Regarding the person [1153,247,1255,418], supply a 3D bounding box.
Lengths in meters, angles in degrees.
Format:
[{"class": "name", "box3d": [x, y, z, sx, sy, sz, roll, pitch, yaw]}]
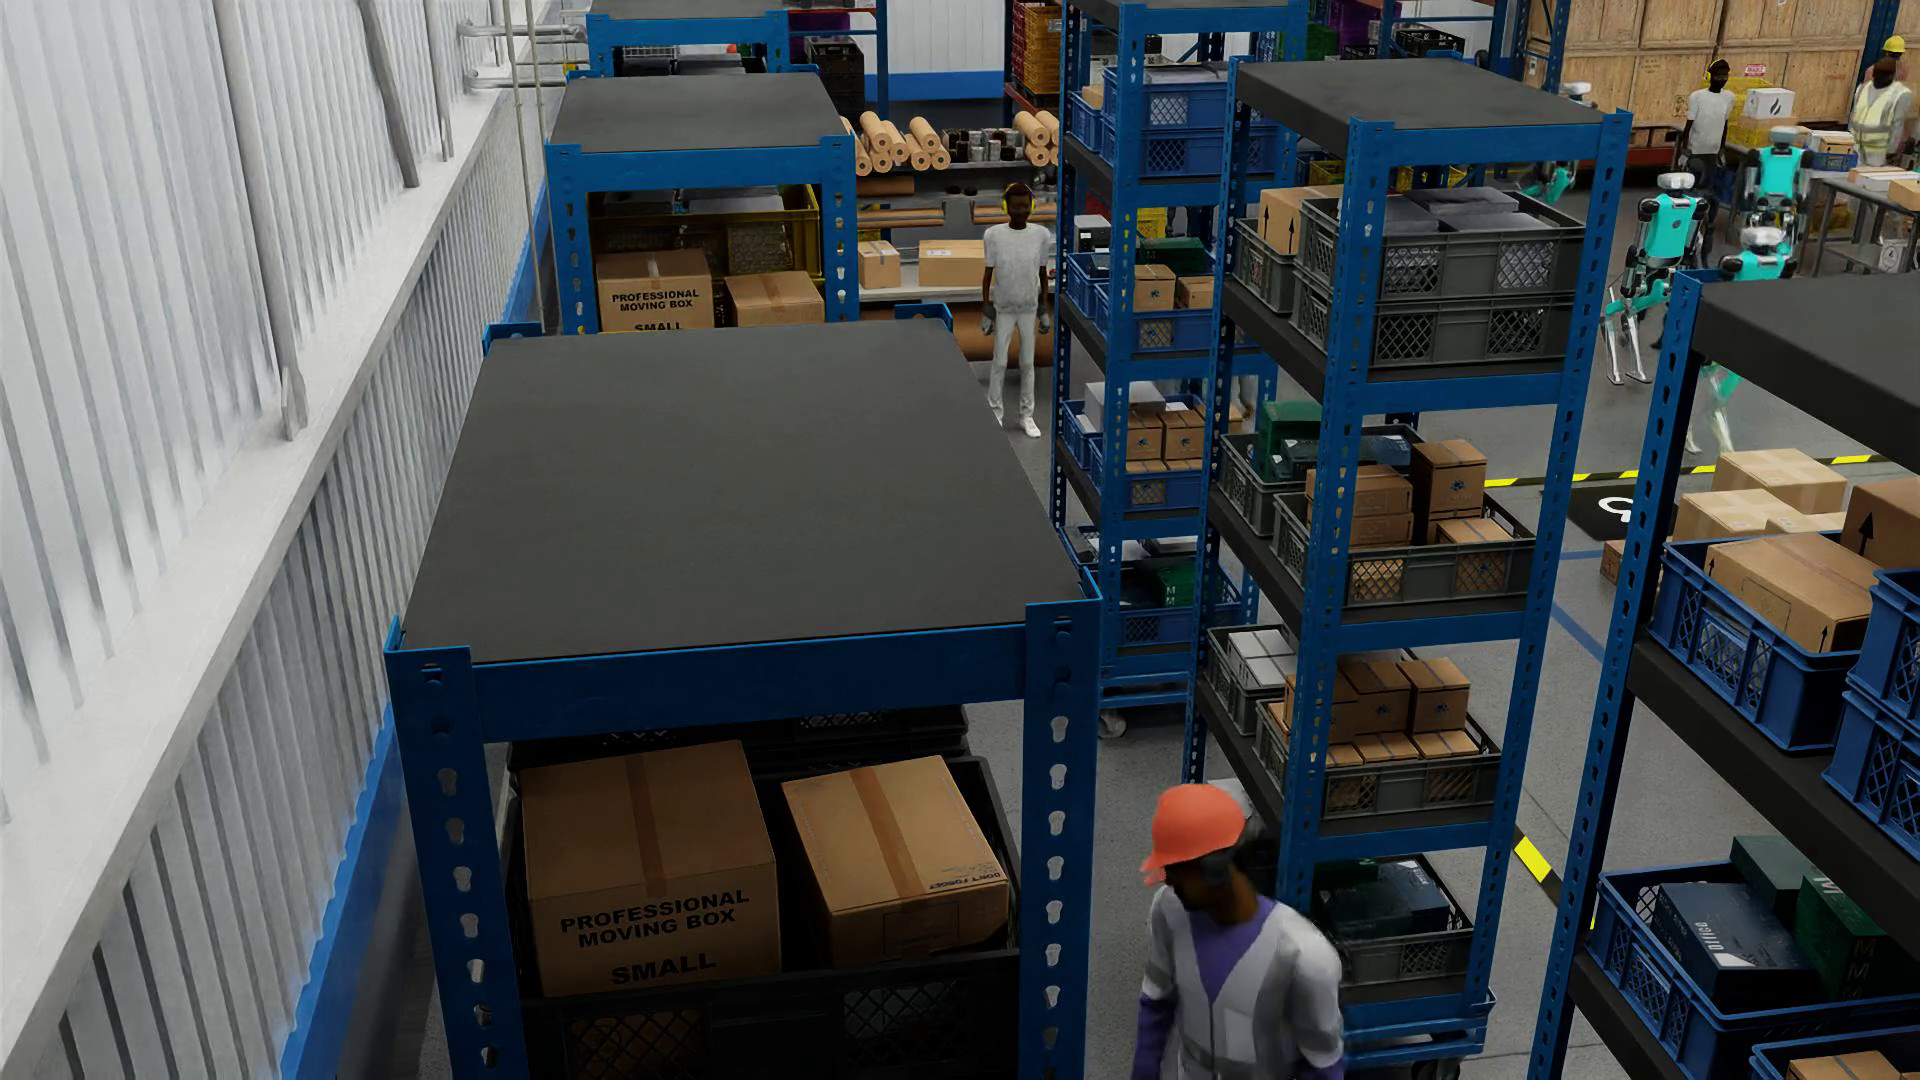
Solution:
[{"class": "person", "box3d": [1.511, -0.962, 10.516, 0.623, 1.831, 0.640, -3, 25, -7]}]

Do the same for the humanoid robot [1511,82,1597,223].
[{"class": "humanoid robot", "box3d": [5.803, -3.612, 16.529, 0.549, 1.898, 0.722, -16, 29, -31]}]

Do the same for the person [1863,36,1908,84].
[{"class": "person", "box3d": [10.560, -4.883, 19.121, 0.524, 1.768, 0.310, -4, 25, -9]}]

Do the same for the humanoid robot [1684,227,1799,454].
[{"class": "humanoid robot", "box3d": [5.221, -1.319, 11.418, 0.542, 1.769, 0.901, -4, 25, -8]}]

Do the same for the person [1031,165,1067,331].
[{"class": "person", "box3d": [0.699, -2.489, 13.973, 0.498, 1.725, 0.650, -9, 26, -19]}]

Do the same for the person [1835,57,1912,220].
[{"class": "person", "box3d": [9.641, -4.183, 17.555, 0.779, 1.809, 0.639, -14, 28, -28]}]

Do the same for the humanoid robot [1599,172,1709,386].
[{"class": "humanoid robot", "box3d": [5.260, -2.049, 12.834, 0.533, 1.677, 0.735, -4, 25, -8]}]

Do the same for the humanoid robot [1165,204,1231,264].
[{"class": "humanoid robot", "box3d": [1.933, -2.298, 13.589, 0.599, 1.659, 0.315, -4, 25, -8]}]

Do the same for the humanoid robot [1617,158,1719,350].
[{"class": "humanoid robot", "box3d": [5.882, -2.357, 13.746, 0.613, 1.644, 0.490, 2, 25, 4]}]

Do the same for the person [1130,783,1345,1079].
[{"class": "person", "box3d": [0.789, 1.595, 4.790, 0.696, 1.988, 0.427, 20, 31, 37]}]

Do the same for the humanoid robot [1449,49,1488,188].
[{"class": "humanoid robot", "box3d": [5.797, -4.693, 18.797, 0.599, 1.657, 0.315, -4, 25, -8]}]

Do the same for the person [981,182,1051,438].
[{"class": "person", "box3d": [0.402, -1.633, 11.928, 0.509, 1.876, 0.329, -4, 25, -9]}]

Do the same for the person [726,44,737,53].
[{"class": "person", "box3d": [-2.322, -4.296, 17.642, 0.544, 1.938, 0.355, -4, 25, -9]}]

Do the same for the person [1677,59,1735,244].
[{"class": "person", "box3d": [7.580, -3.940, 16.947, 0.509, 1.872, 0.329, -4, 25, -9]}]

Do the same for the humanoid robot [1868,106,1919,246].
[{"class": "humanoid robot", "box3d": [9.485, -3.699, 16.670, 0.553, 1.835, 0.806, -6, 25, -13]}]

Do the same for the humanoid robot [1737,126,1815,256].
[{"class": "humanoid robot", "box3d": [6.866, -2.555, 14.131, 0.561, 1.796, 0.812, 10, 27, 21]}]
